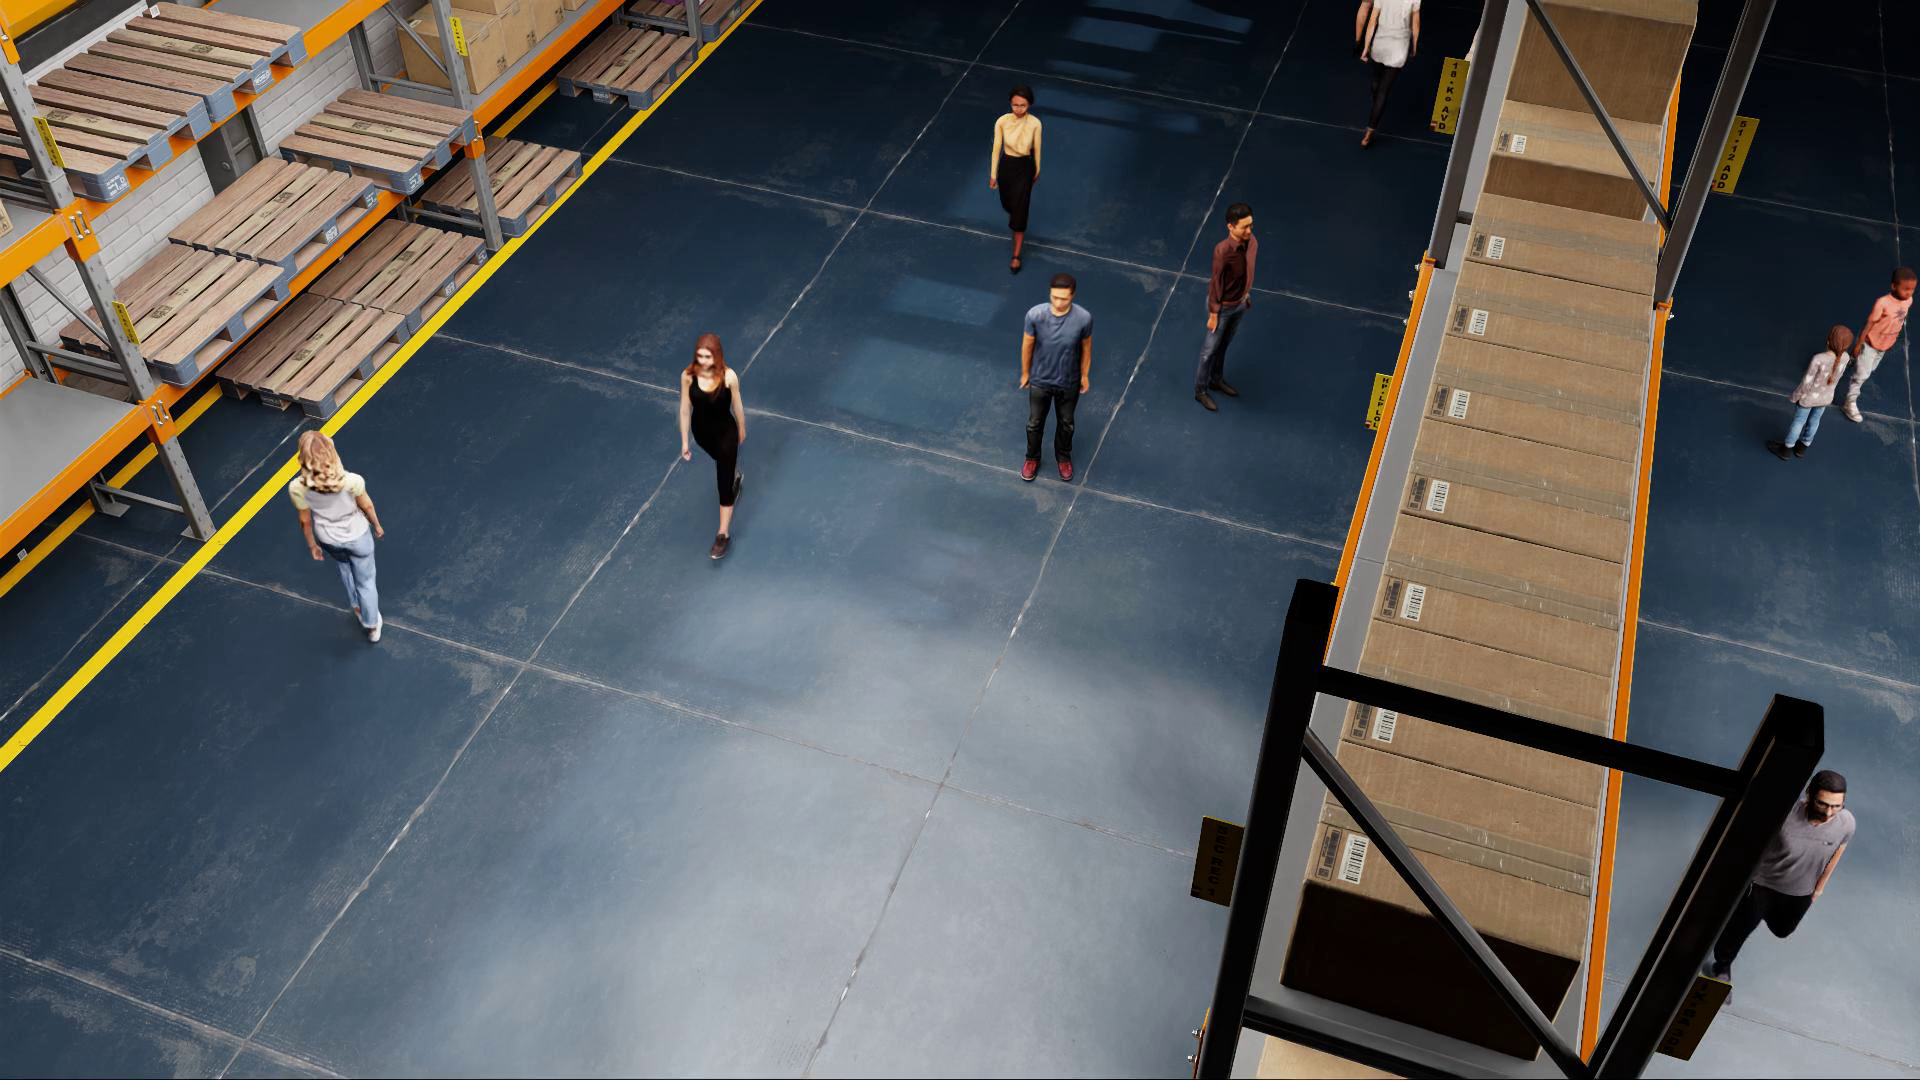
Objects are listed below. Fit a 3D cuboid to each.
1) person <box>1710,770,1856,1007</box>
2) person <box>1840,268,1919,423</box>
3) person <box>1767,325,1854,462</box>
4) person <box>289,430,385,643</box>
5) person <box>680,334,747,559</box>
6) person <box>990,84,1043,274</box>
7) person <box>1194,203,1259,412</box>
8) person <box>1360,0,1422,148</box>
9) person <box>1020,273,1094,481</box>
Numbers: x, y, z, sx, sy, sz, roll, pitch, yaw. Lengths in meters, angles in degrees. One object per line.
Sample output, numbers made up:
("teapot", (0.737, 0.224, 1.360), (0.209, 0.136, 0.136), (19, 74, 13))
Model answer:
("person", (4.430, 1.778, 9.021), (0.702, 1.742, 0.965), (8, 44, 8))
("person", (7.042, -1.583, 12.875), (0.763, 1.294, 0.893), (-9, 44, -9))
("person", (6.402, -1.097, 12.437), (0.557, 1.194, 0.587), (-6, 44, -6))
("person", (-4.008, 0.044, 10.863), (0.758, 1.712, 0.799), (-7, 44, -7))
("person", (-1.703, -0.804, 11.775), (0.690, 1.683, 1.184), (7, 44, 8))
("person", (0.479, -3.168, 14.298), (0.748, 1.625, 1.067), (4, 44, 4))
("person", (2.038, -1.815, 12.765), (0.618, 1.781, 0.770), (-34, 53, -30))
("person", (4.017, -4.555, 15.637), (0.651, 1.786, 1.140), (16, 46, 16))
("person", (0.693, -1.206, 12.109), (0.714, 1.803, 0.654), (2, 44, 2))
